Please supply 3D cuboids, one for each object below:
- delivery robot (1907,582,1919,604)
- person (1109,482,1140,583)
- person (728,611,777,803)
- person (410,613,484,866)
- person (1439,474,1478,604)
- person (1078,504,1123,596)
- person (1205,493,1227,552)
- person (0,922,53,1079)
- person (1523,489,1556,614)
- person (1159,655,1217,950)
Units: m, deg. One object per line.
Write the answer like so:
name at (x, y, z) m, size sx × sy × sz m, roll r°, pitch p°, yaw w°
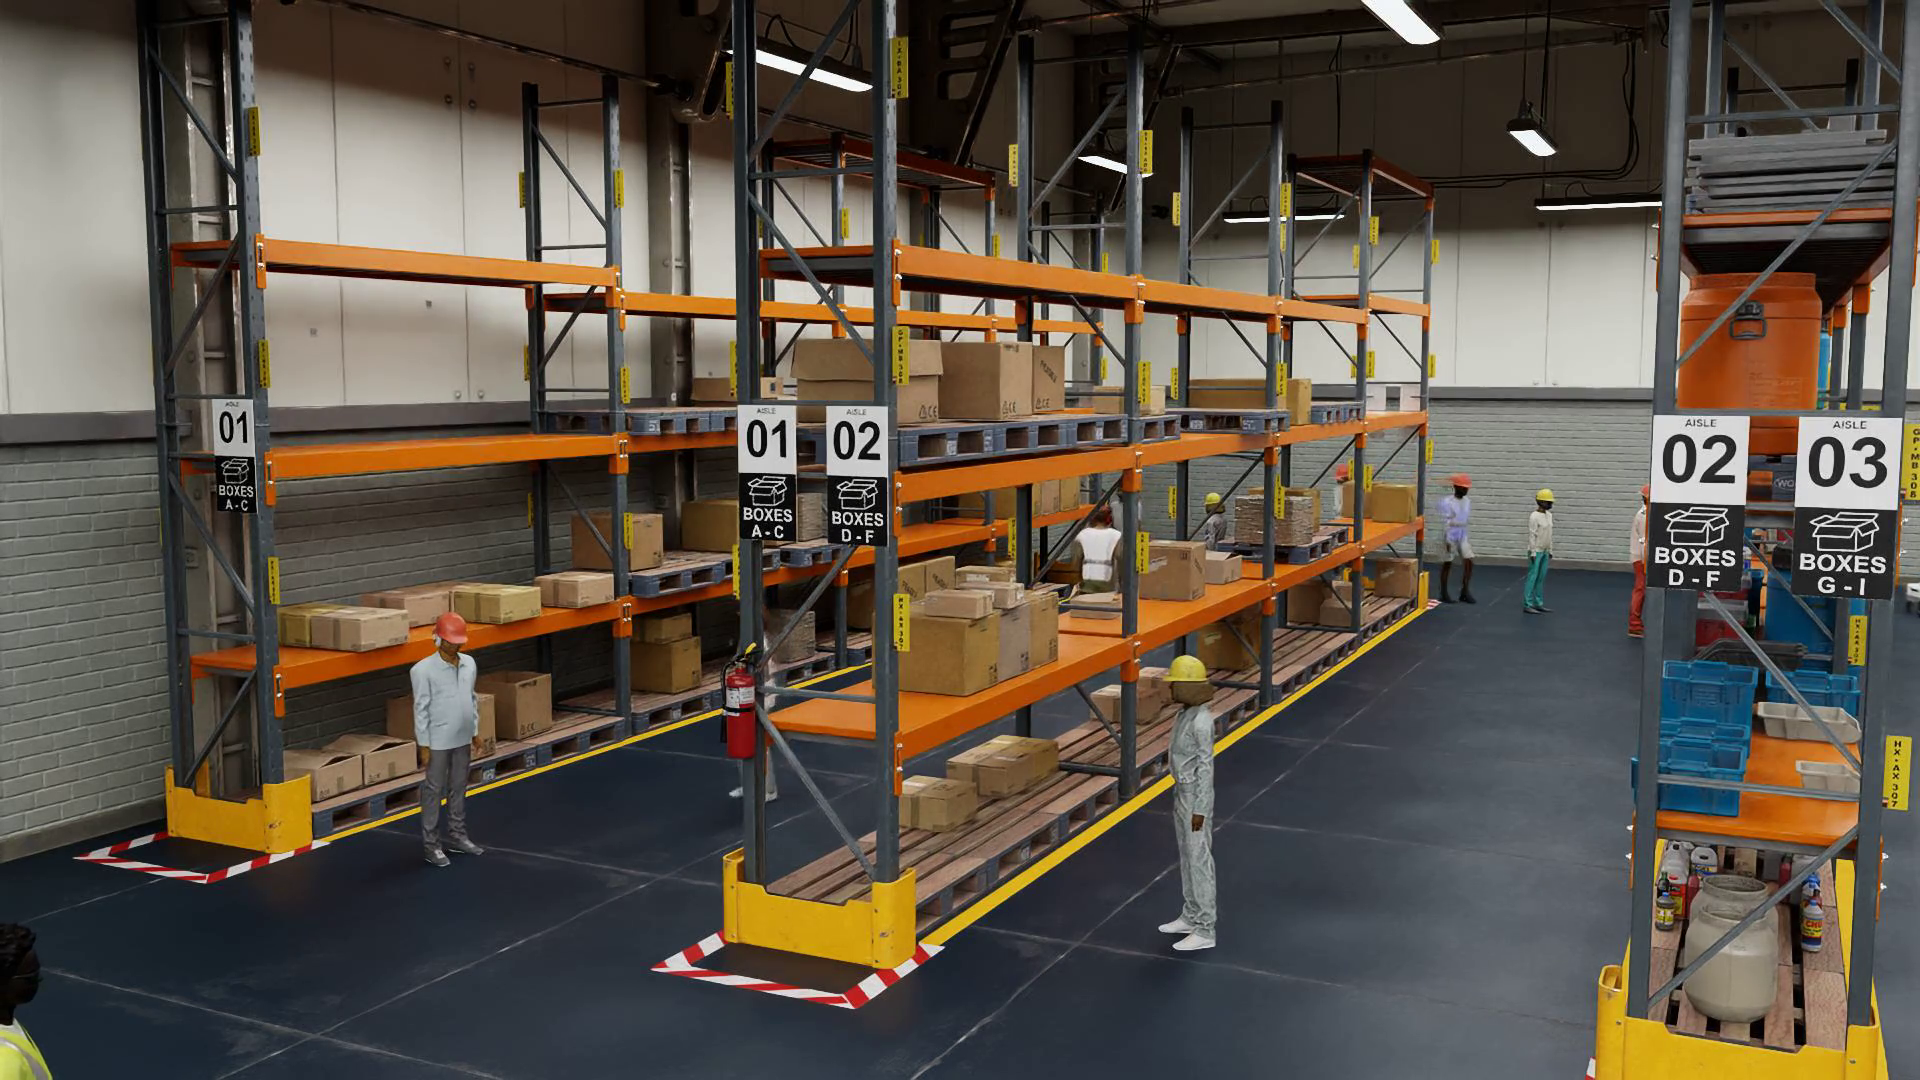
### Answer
delivery robot at (13.402, 0.742, 22.941) m, size 0.477 × 0.478 × 0.707 m, roll 0°, pitch 6°, yaw 1°
person at (2.342, 0.054, 23.914) m, size 0.519 × 1.843 × 0.589 m, roll 3°, pitch 7°, yaw 27°
person at (-1.617, 1.295, 12.992) m, size 0.426 × 1.595 × 0.575 m, roll -2°, pitch 6°, yaw -18°
person at (-3.546, 1.370, 11.587) m, size 0.337 × 1.742 × 0.561 m, roll 3°, pitch 7°, yaw 29°
person at (7.255, -0.004, 24.162) m, size 0.570 × 1.912 × 0.700 m, roll -3°, pitch 7°, yaw -27°
person at (1.675, 0.486, 19.791) m, size 0.589 × 1.822 × 0.557 m, roll 2°, pitch 6°, yaw 18°
person at (3.485, 0.220, 22.782) m, size 0.295 × 1.745 × 0.486 m, roll 3°, pitch 7°, yaw 31°
person at (-3.015, 2.045, 5.259) m, size 0.317 × 1.695 × 0.540 m, roll -5°, pitch 7°, yaw -37°
person at (8.157, 0.160, 23.313) m, size 0.522 × 1.759 × 0.350 m, roll -5°, pitch 8°, yaw -42°
person at (1.352, 1.547, 9.873) m, size 0.319 × 1.742 × 0.492 m, roll -1°, pitch 6°, yaw -7°
